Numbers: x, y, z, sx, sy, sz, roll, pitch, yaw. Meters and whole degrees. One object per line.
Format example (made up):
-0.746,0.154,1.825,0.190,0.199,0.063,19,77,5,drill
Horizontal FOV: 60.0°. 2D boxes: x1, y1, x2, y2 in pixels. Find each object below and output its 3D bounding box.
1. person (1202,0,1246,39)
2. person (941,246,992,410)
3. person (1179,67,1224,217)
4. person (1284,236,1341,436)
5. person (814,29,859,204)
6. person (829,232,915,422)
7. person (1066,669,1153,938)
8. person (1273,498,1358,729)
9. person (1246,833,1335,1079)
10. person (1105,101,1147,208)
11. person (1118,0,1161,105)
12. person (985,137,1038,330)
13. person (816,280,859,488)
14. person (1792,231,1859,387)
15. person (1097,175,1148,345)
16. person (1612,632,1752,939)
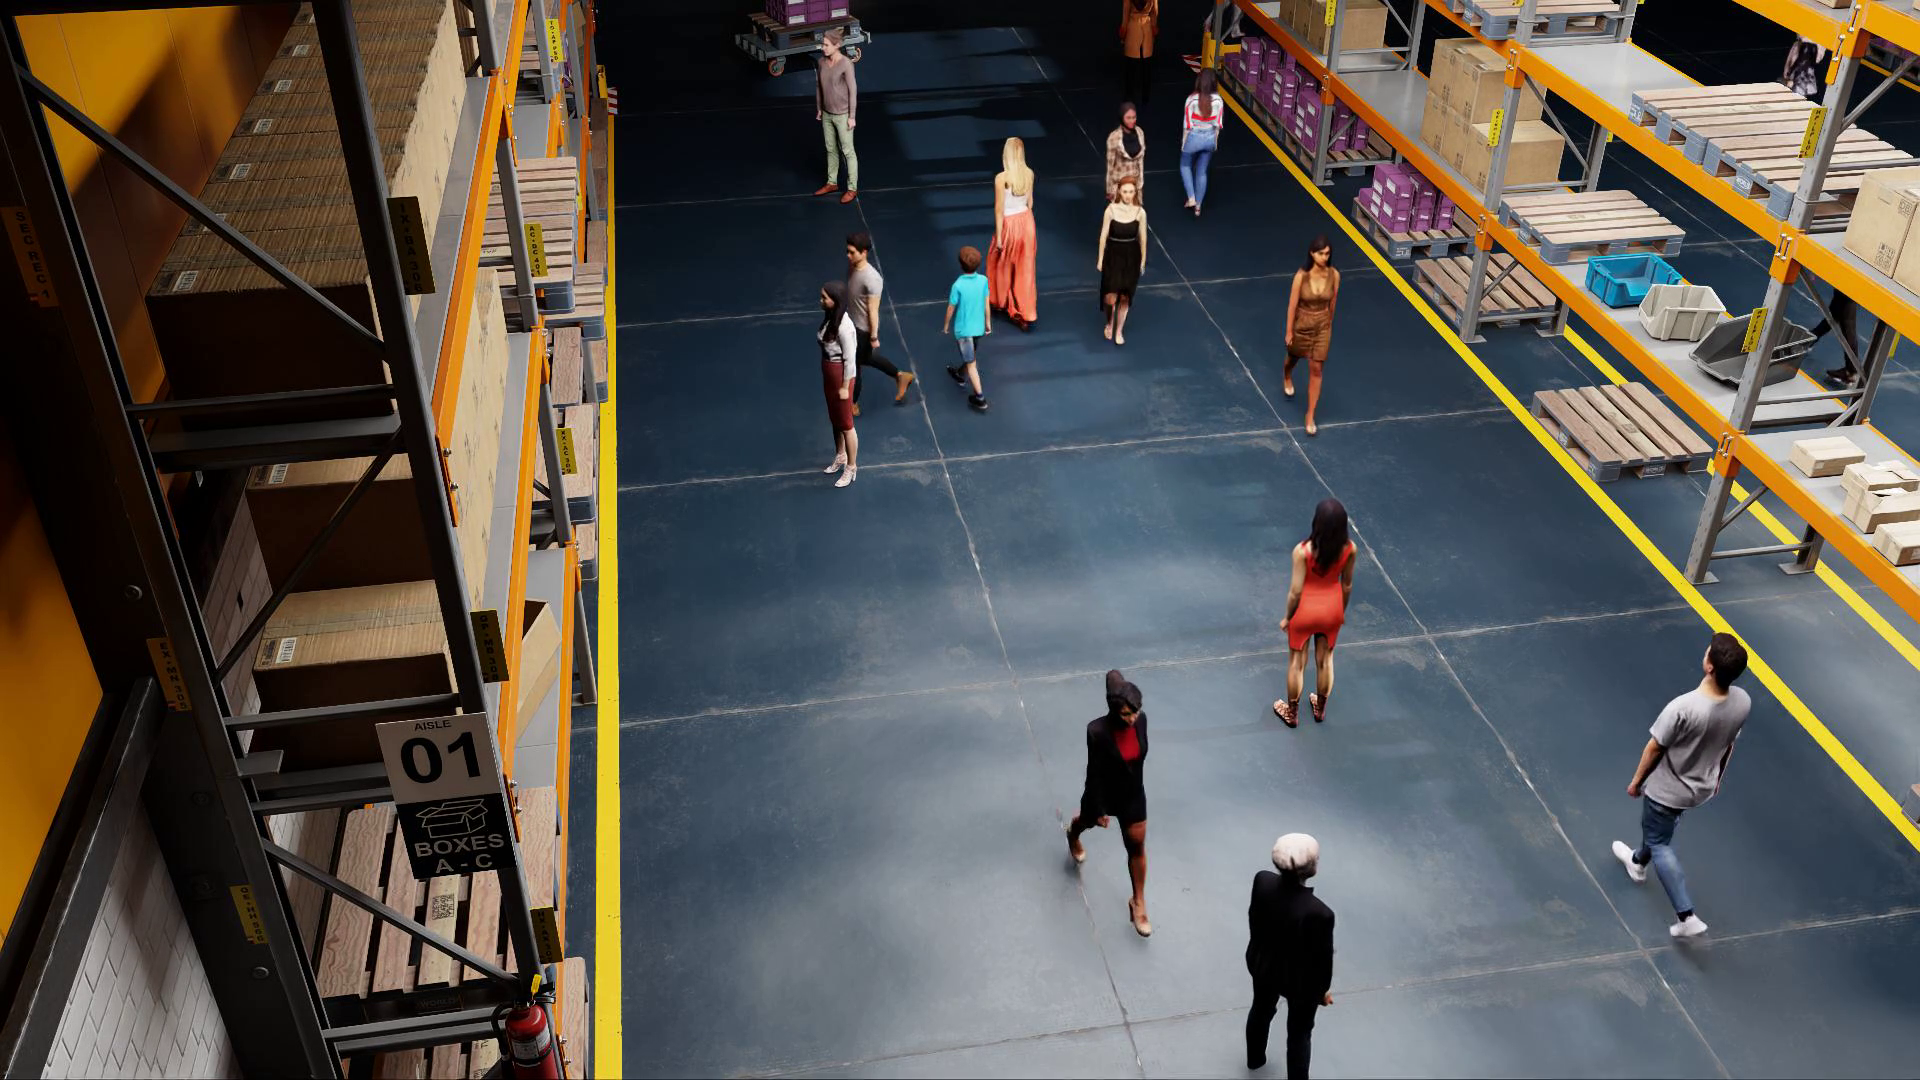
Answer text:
3.705,-7.762,22.946,0.912,1.751,1.002,-20,39,-28,person
0.114,-1.799,14.281,0.775,1.411,1.007,-20,38,-27,person
2.580,-4.219,17.754,0.611,1.597,0.583,-4,34,-6,person
2.922,-1.796,14.060,0.657,1.651,1.114,-2,34,-3,person
-1.334,-4.641,18.143,0.758,1.869,0.825,22,40,30,person
-0.746,-1.821,14.065,0.820,1.686,1.048,-13,36,-19,person
0.800,1.403,9.301,0.697,1.591,1.103,-14,36,-20,person
2.268,0.468,10.594,0.586,1.718,0.517,-6,34,-10,person
1.677,2.141,8.297,0.798,1.779,0.797,-27,42,-34,person
1.587,-3.507,16.515,0.684,1.784,0.756,-15,36,-21,person
2.237,-6.316,20.792,0.700,1.726,0.611,-2,34,-3,person
0.561,-2.813,15.489,0.888,1.763,1.110,-19,38,-26,person
-0.961,-1.242,13.136,0.704,1.751,0.531,-14,36,-20,person
7.887,-2.228,14.577,0.816,1.799,1.266,-11,35,-16,person
1.483,-2.602,15.303,0.634,1.618,0.649,0,34,0,person
4.006,1.367,9.112,0.764,1.862,1.153,-10,35,-15,person
